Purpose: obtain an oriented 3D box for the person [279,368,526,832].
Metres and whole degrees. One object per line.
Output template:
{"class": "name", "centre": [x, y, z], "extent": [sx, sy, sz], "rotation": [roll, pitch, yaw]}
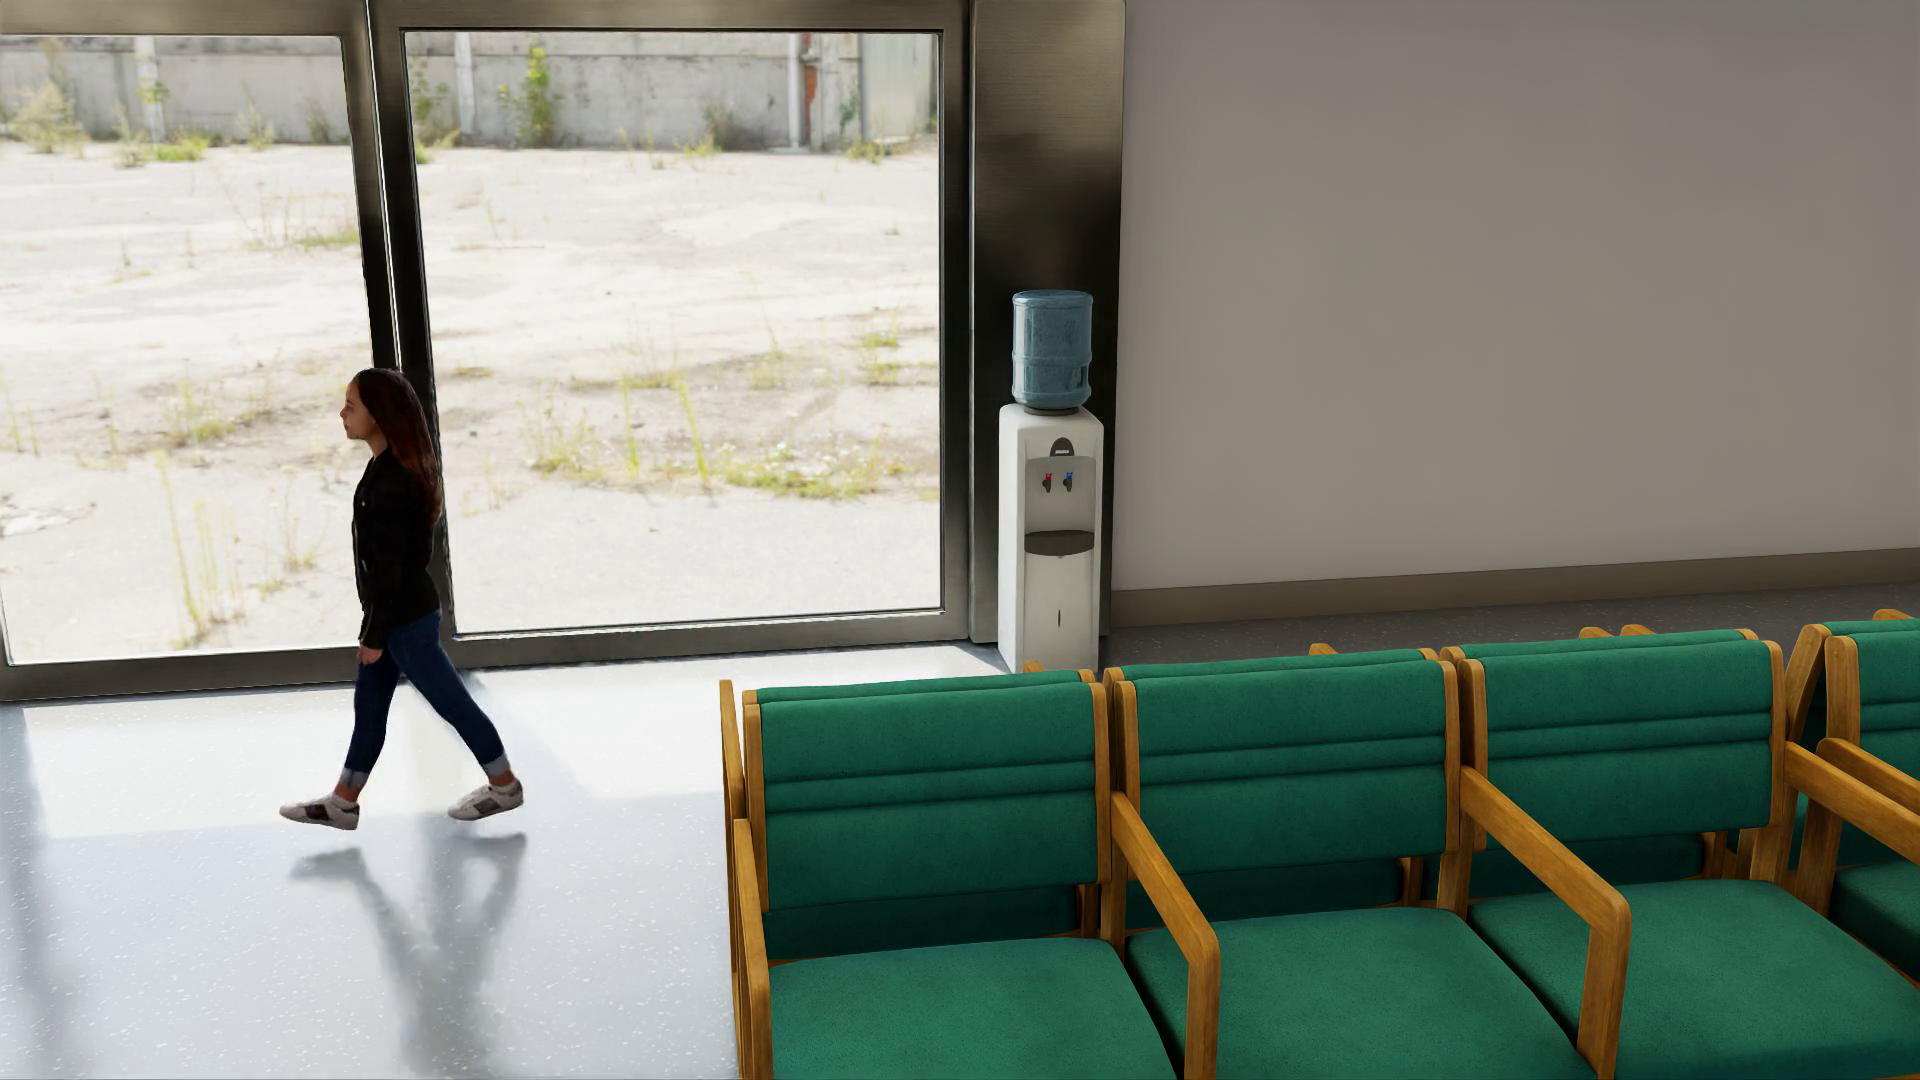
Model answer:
{"class": "person", "centre": [-1.620, 0.217, 5.072], "extent": [0.760, 1.444, 0.938], "rotation": [-6, 17, -20]}
